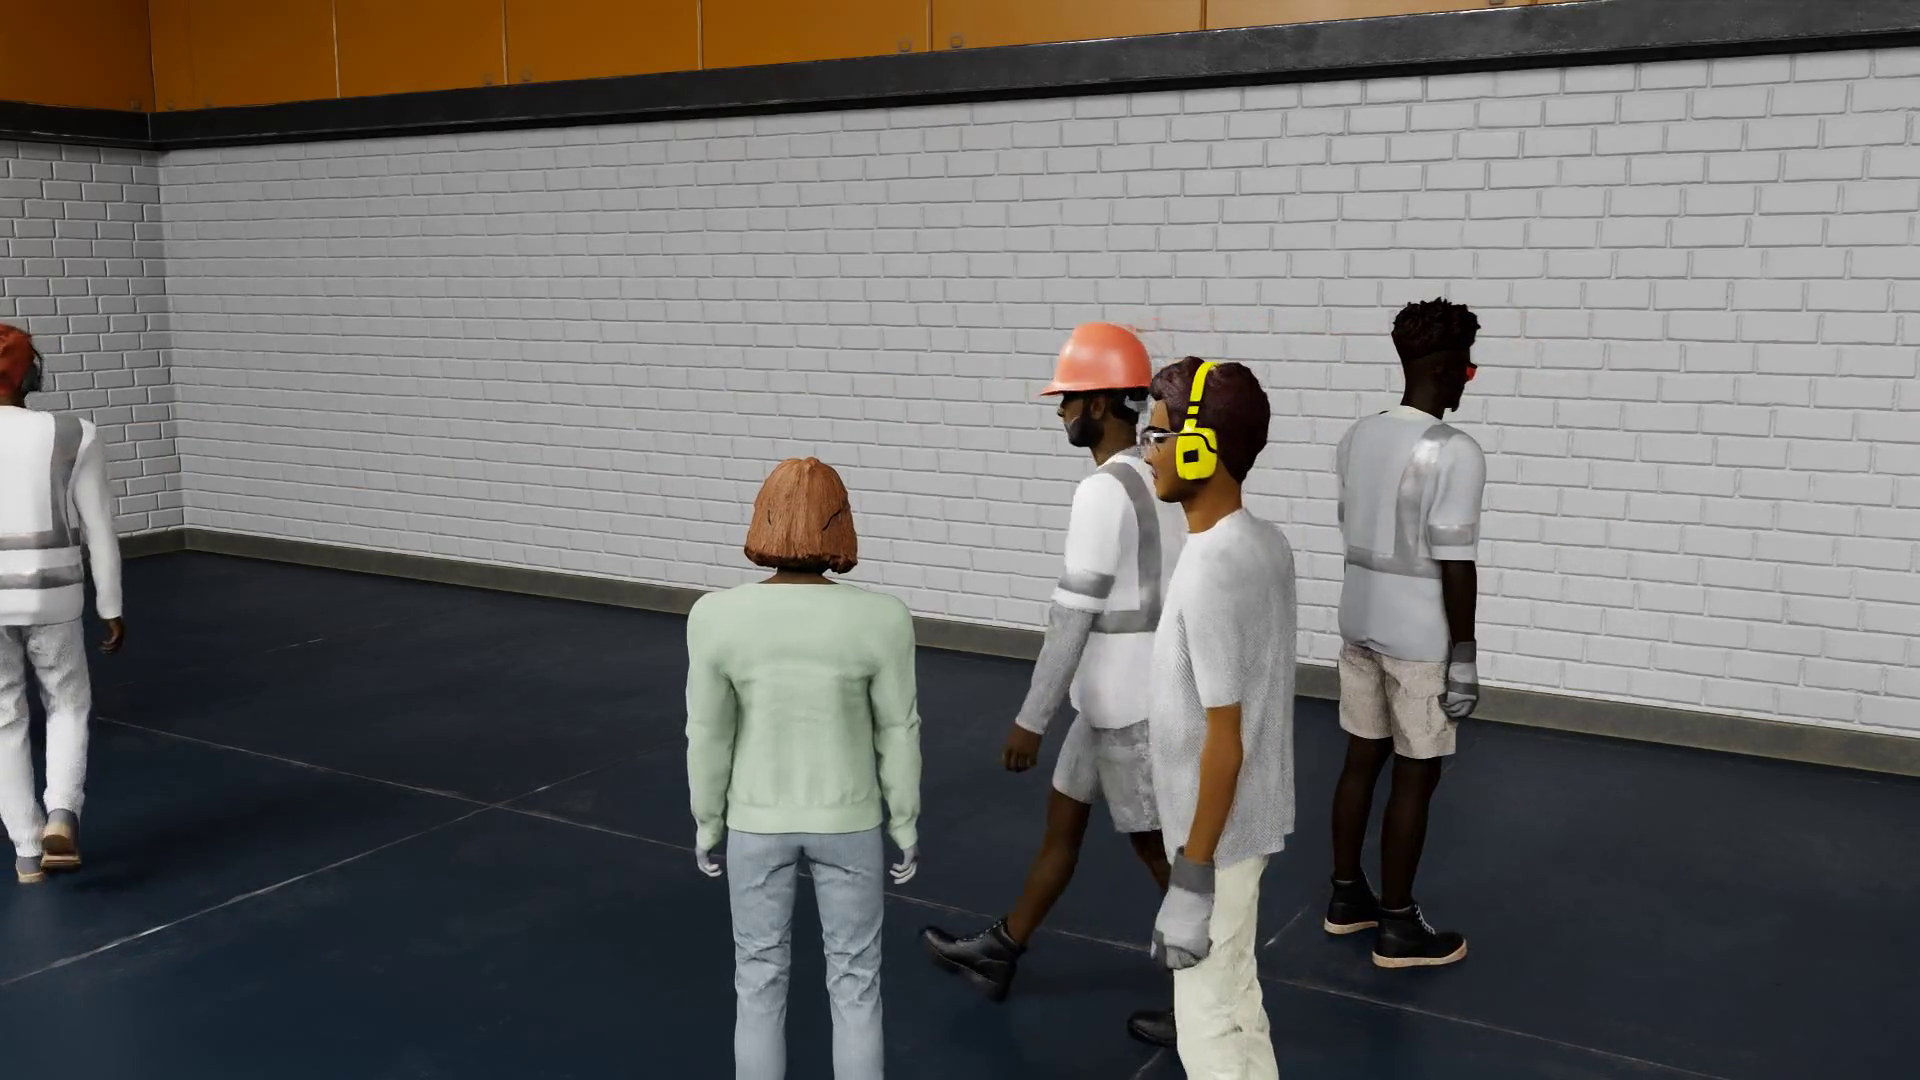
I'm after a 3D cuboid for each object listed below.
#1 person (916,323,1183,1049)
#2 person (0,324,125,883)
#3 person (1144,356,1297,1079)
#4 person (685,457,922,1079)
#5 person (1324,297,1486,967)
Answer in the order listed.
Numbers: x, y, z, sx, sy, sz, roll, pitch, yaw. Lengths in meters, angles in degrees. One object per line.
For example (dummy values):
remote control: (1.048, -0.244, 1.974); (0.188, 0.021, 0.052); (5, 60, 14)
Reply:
person: (0.324, 0.388, 4.360); (0.969, 1.885, 0.568); (3, 10, 19)
person: (-3.059, 0.229, 5.425); (0.597, 1.868, 0.487); (-5, 10, -26)
person: (0.480, 0.586, 3.203); (0.310, 1.868, 0.532); (3, 10, 20)
person: (-0.336, 0.634, 3.632); (0.508, 1.632, 0.271); (0, 9, 1)
person: (1.323, 0.271, 4.901); (0.378, 1.958, 0.607); (-3, 10, -21)
